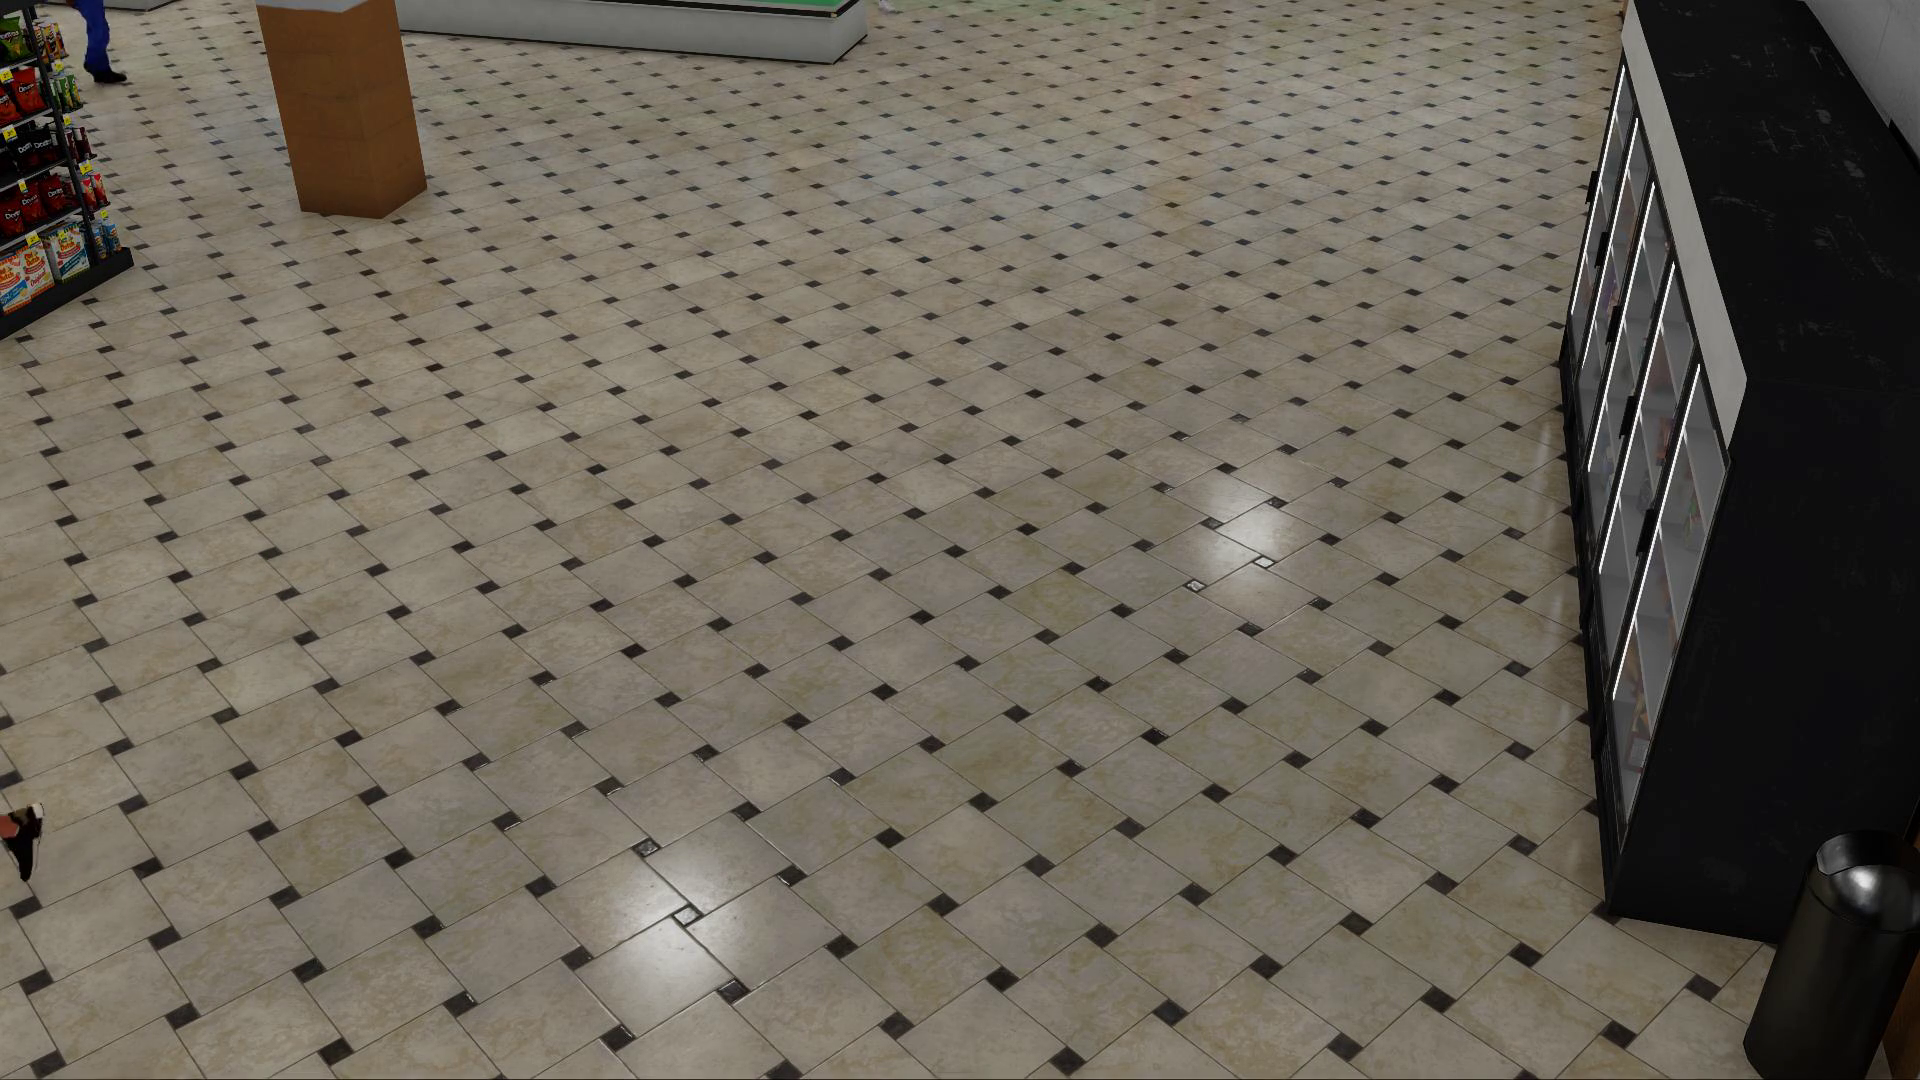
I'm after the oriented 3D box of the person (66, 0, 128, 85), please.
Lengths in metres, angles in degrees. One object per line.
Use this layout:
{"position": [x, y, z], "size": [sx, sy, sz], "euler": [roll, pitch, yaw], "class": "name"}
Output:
{"position": [-8.097, -5.085, 15.222], "size": [0.676, 1.807, 0.720], "euler": [4, 32, 6], "class": "person"}
